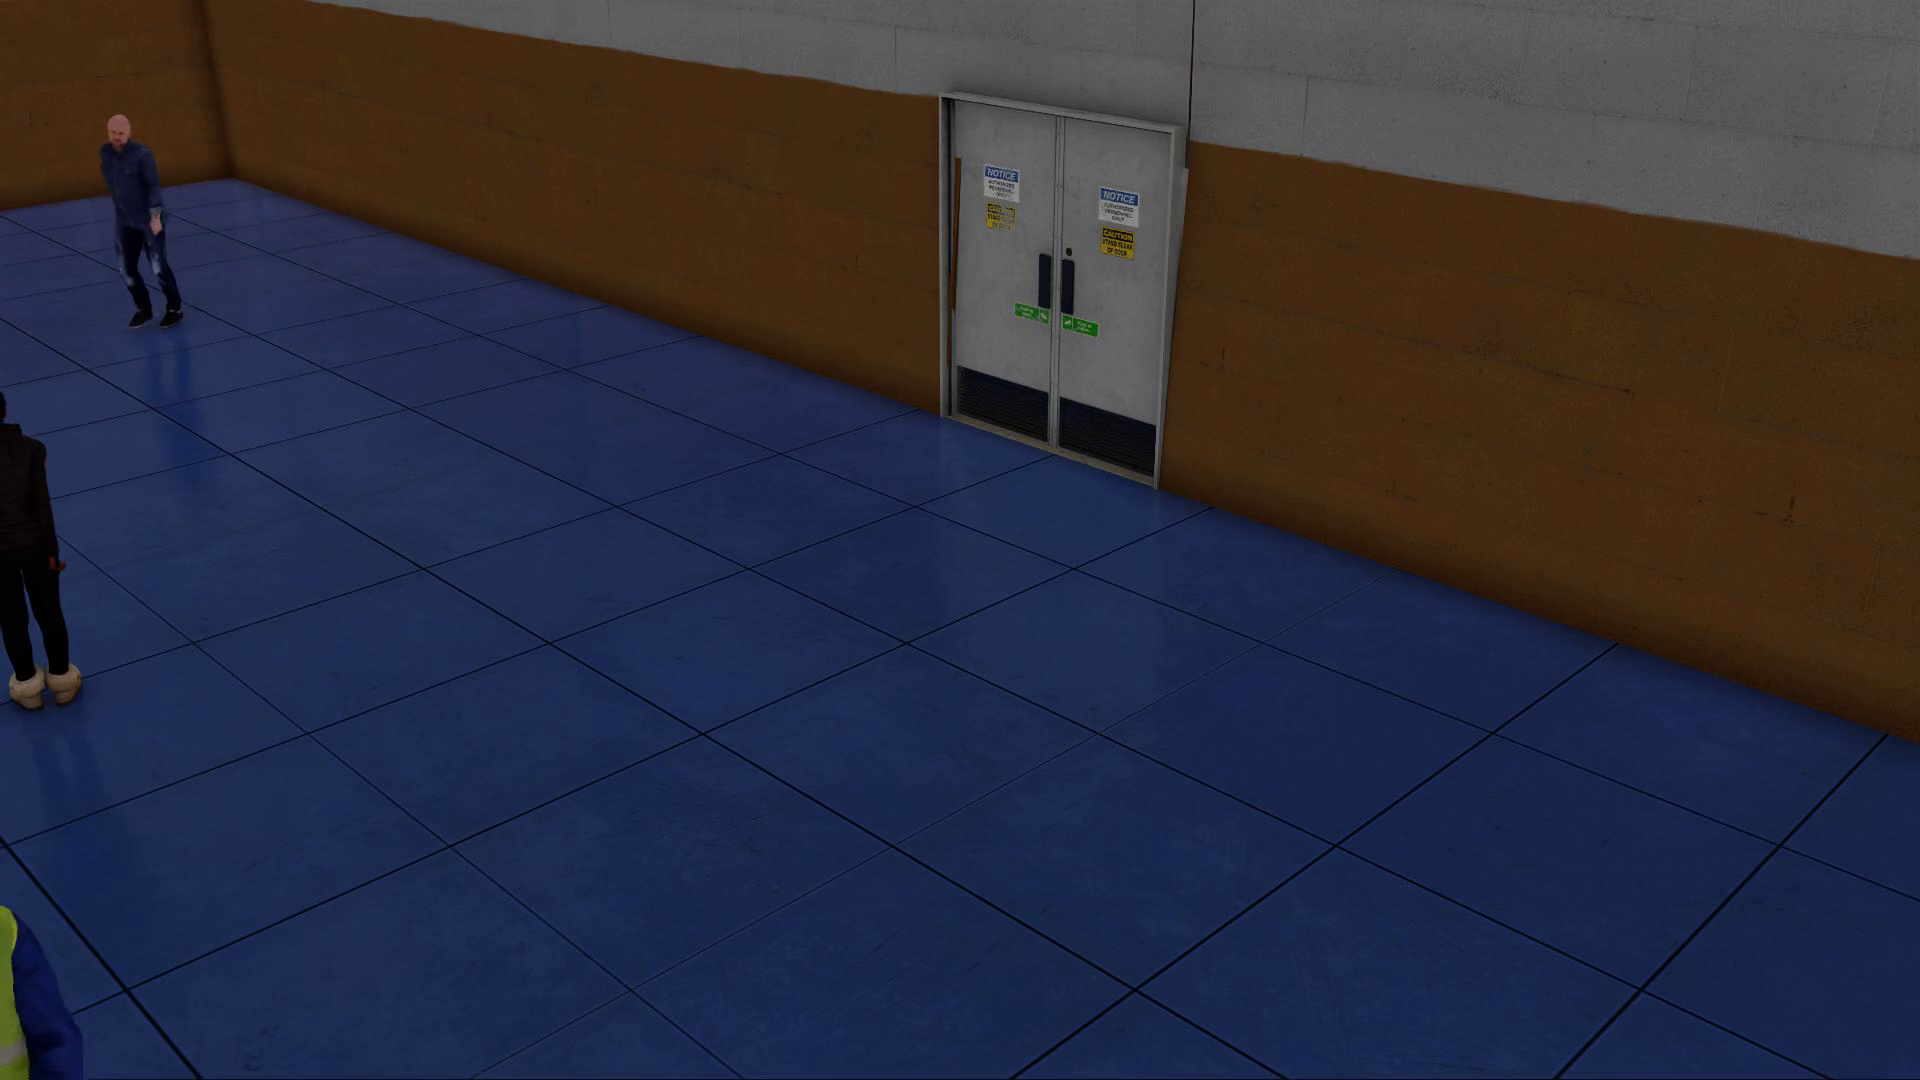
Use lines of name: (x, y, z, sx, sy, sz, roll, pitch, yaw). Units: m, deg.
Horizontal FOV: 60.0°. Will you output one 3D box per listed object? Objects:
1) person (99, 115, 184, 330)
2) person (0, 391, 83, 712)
person: (-6.787, -2.633, 13.812, 0.889, 1.790, 0.927, 8, 25, 18)
person: (-4.446, 0.051, 7.840, 0.679, 1.659, 0.620, 9, 25, 20)
